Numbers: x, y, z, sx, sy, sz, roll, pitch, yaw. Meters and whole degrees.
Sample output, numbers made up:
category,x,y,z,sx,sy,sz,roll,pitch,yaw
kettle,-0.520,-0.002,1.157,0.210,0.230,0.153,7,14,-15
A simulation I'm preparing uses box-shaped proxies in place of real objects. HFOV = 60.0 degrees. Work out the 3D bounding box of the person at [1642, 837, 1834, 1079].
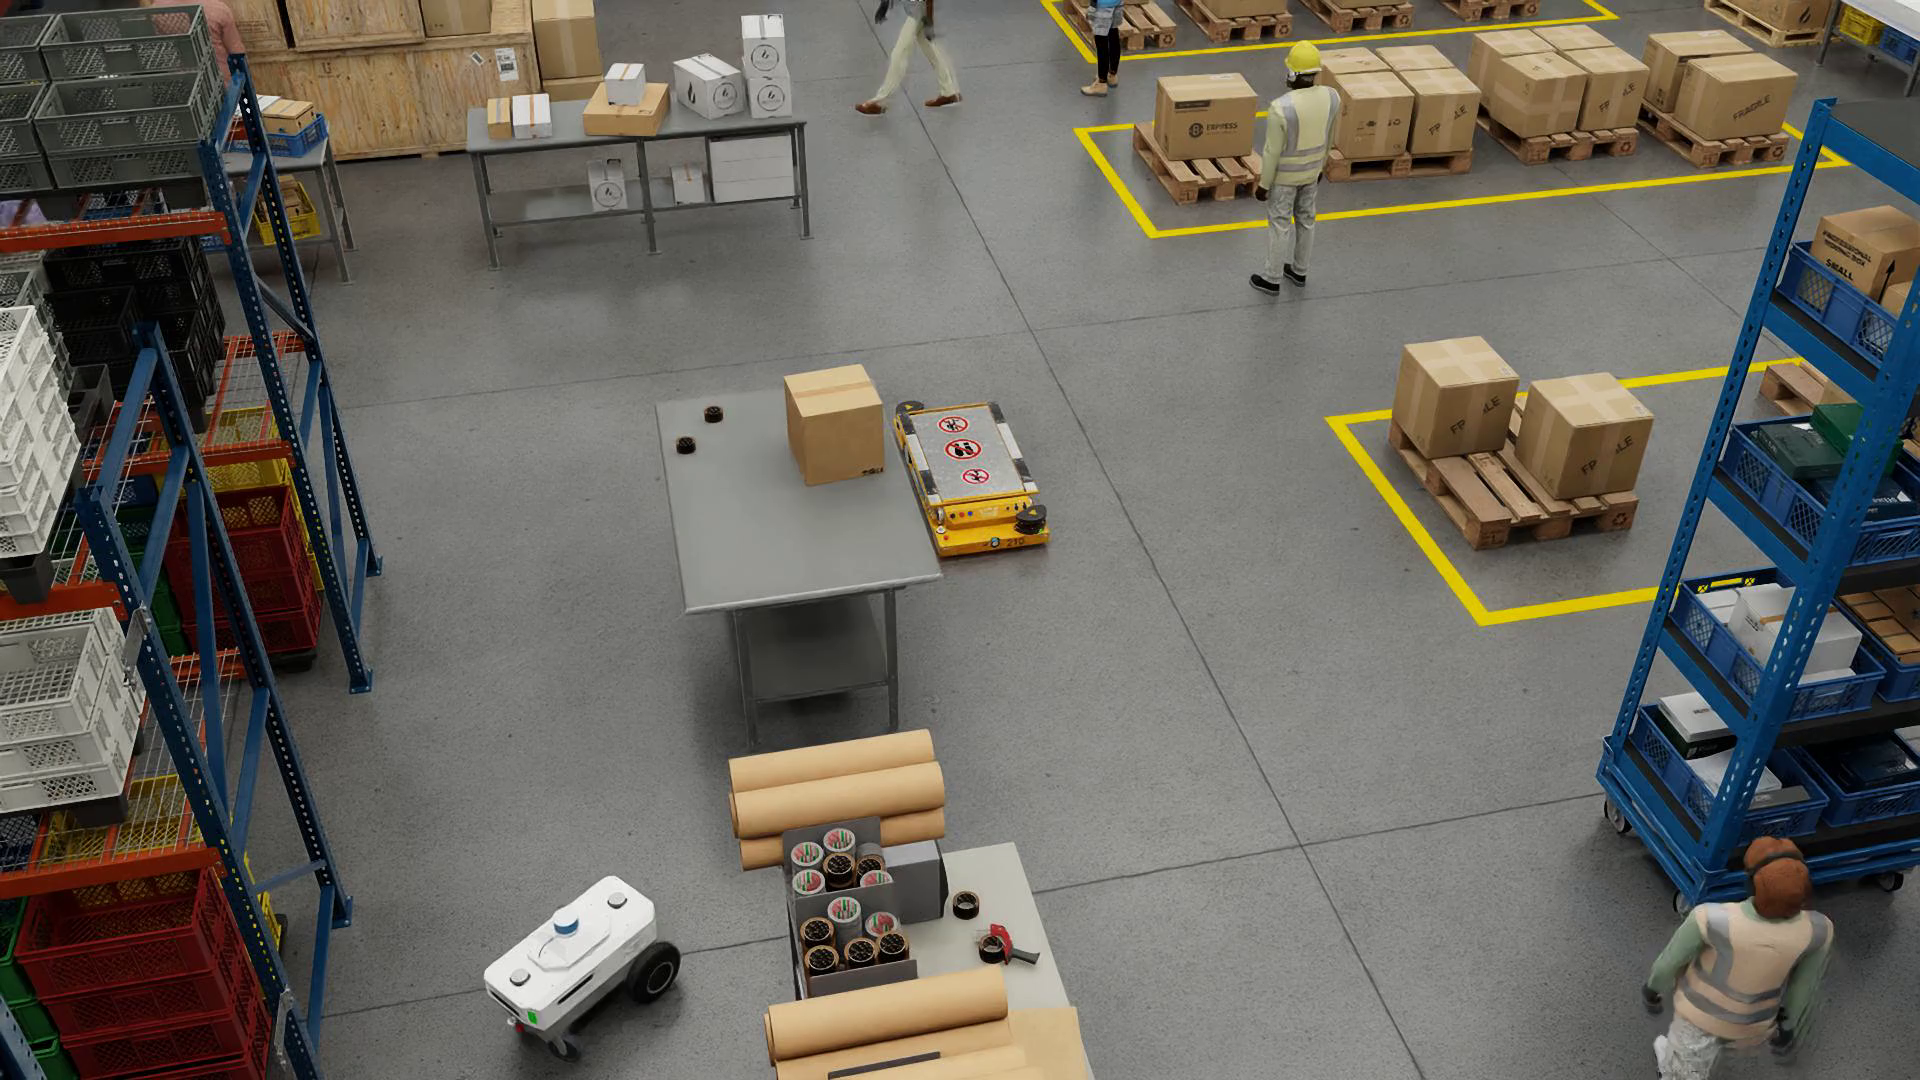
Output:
category,x,y,z,sx,sy,sz,roll,pitch,yaw
person,2.805,1.728,6.105,0.525,1.597,0.853,2,37,2

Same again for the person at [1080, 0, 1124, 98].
category,x,y,z,sx,sy,sz,roll,pitch,yaw
person,1.289,-4.814,14.812,0.321,1.697,0.529,19,41,24

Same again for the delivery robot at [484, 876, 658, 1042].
category,x,y,z,sx,sy,sz,roll,pitch,yaw
delivery robot,-1.607,1.723,6.903,0.477,0.478,0.707,26,44,30

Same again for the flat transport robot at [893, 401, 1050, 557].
category,x,y,z,sx,sy,sz,roll,pitch,yaw
flat transport robot,0.046,-0.430,10.108,0.652,0.197,1.431,-8,37,-10

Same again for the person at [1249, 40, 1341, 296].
category,x,y,z,sx,sy,sz,roll,pitch,yaw
person,2.341,-2.612,11.741,0.588,1.835,0.404,-18,40,-22

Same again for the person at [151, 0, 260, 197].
category,x,y,z,sx,sy,sz,roll,pitch,yaw
person,-5.862,-3.614,13.040,0.644,1.899,0.397,0,37,1

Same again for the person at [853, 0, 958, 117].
category,x,y,z,sx,sy,sz,roll,pitch,yaw
person,-0.454,-4.545,14.368,1.010,1.797,0.561,-10,38,-13
